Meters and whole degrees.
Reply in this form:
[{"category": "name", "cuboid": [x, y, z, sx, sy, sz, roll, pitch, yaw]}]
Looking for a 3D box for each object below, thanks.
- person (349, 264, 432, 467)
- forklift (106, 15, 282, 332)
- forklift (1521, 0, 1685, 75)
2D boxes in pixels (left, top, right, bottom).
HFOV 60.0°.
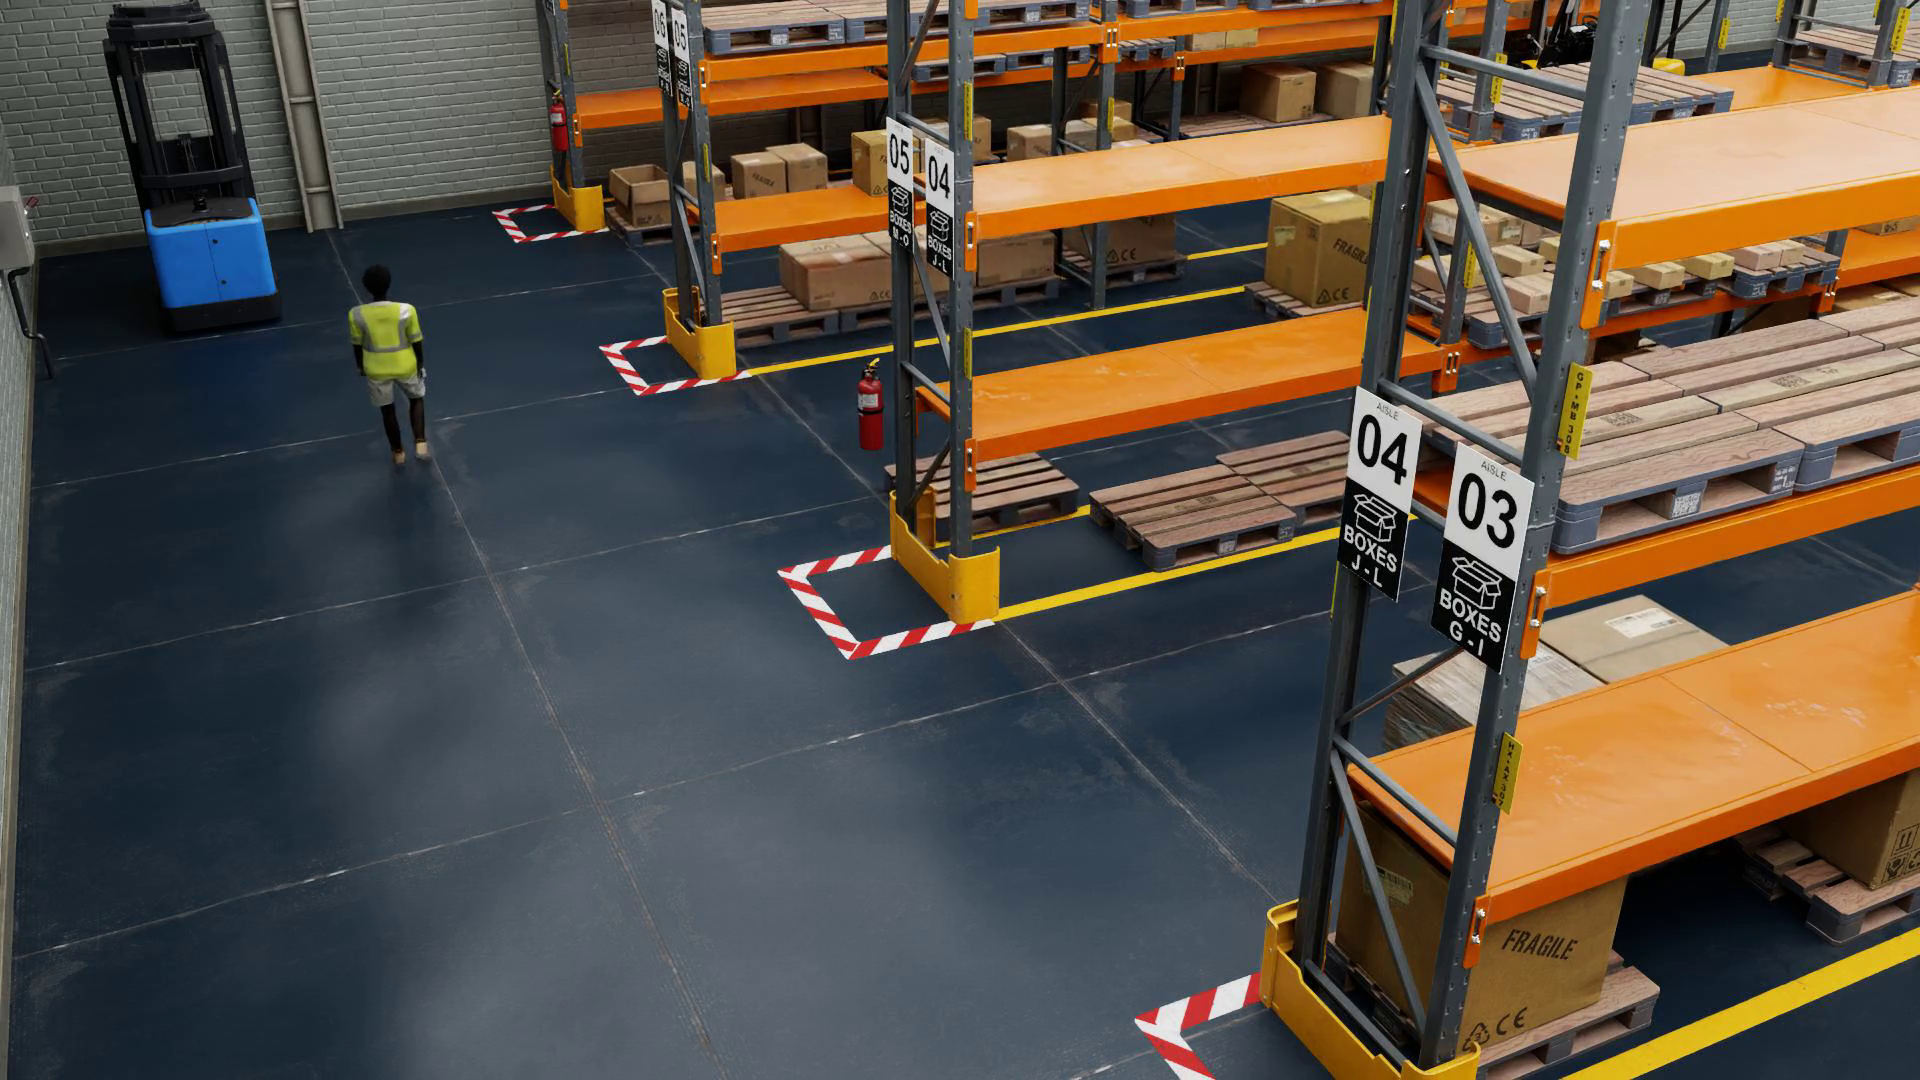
[{"category": "person", "cuboid": [-4.497, -1.355, 13.149, 0.551, 1.689, 0.362, -8, 29, -15]}, {"category": "forklift", "cuboid": [-7.548, -3.672, 16.323, 1.129, 2.768, 1.873, -12, 30, -22]}, {"category": "forklift", "cuboid": [8.950, -6.807, 23.056, 1.214, 2.155, 2.313, -12, 30, -22]}]
